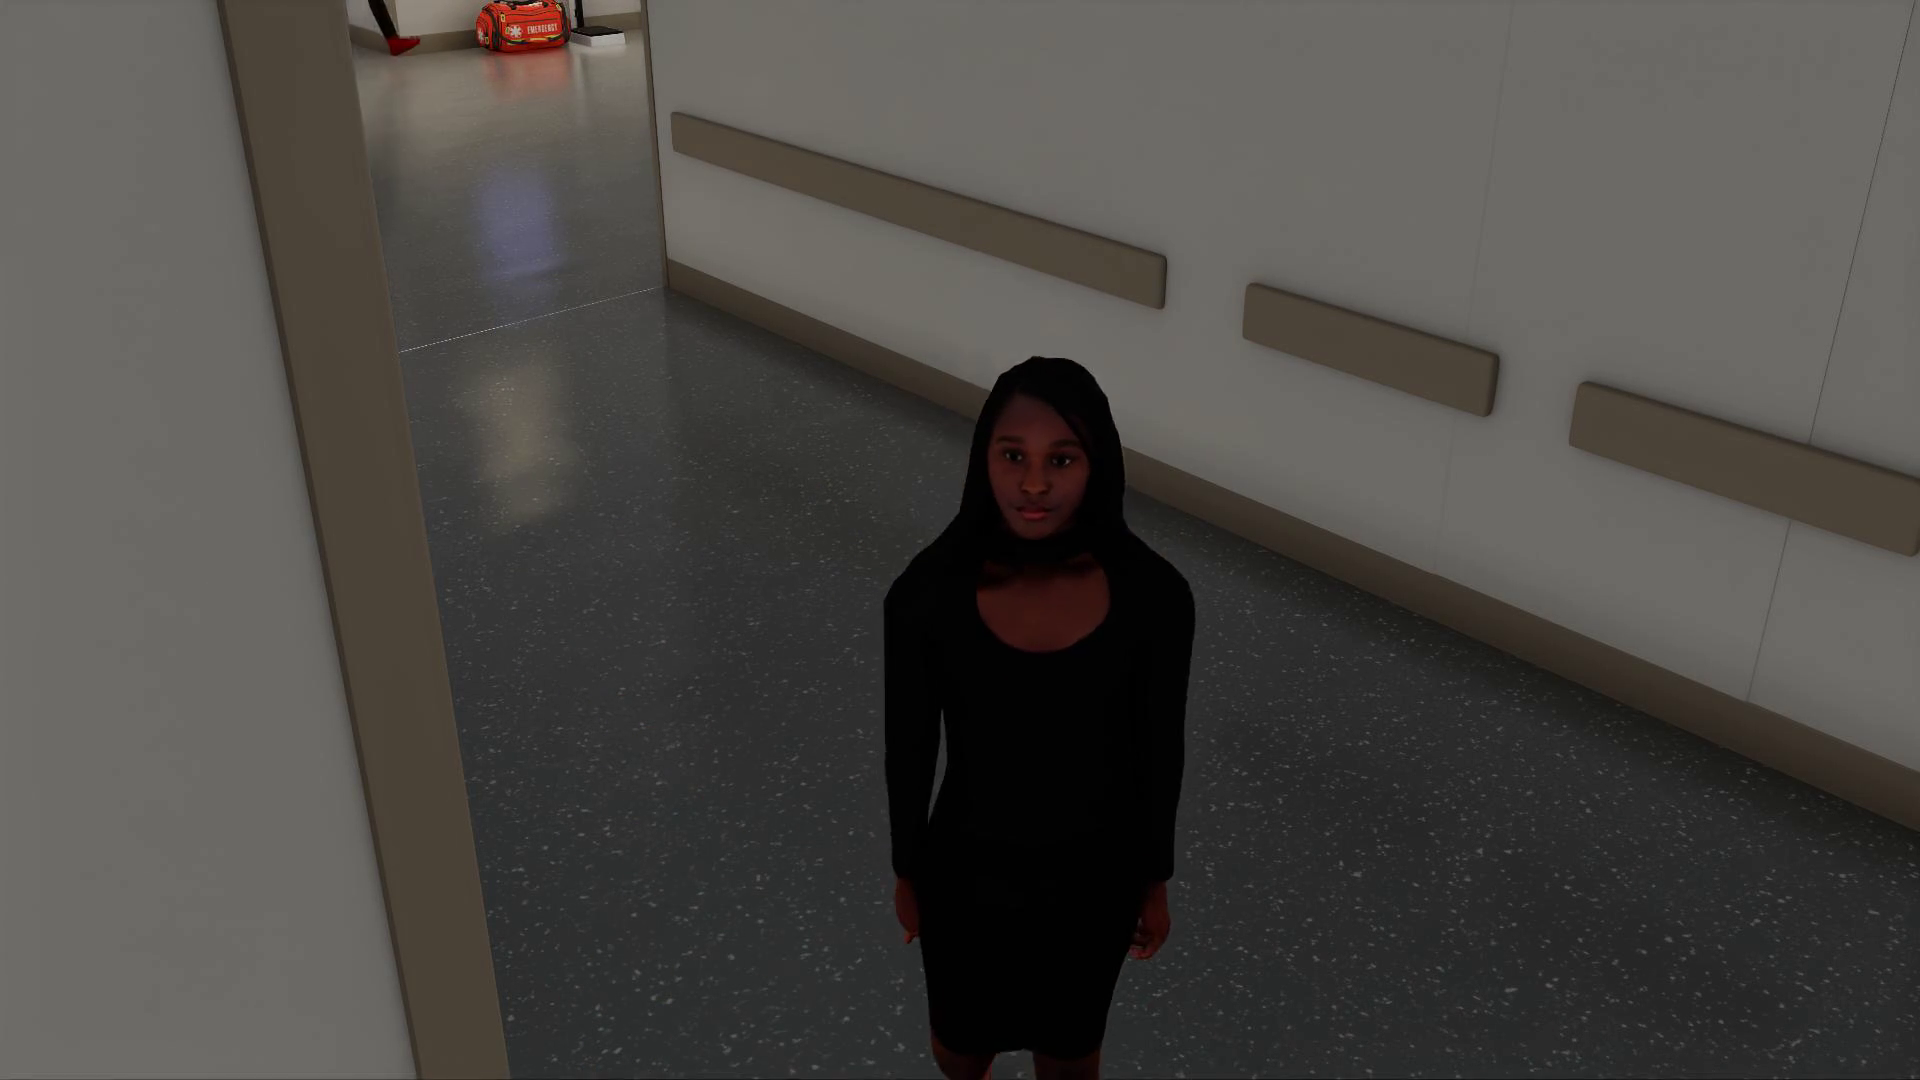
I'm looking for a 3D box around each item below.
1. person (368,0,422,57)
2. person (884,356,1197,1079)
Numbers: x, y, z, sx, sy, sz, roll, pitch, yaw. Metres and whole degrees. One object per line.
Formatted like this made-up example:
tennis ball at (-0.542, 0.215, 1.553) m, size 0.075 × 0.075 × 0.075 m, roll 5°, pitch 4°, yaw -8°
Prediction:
person at (-5.178, -4.892, 13.853) m, size 1.100 × 1.749 × 1.254 m, roll 12°, pitch 28°, yaw 24°
person at (0.122, 0.496, 2.726) m, size 0.938 × 1.707 × 0.974 m, roll 0°, pitch 26°, yaw 0°
